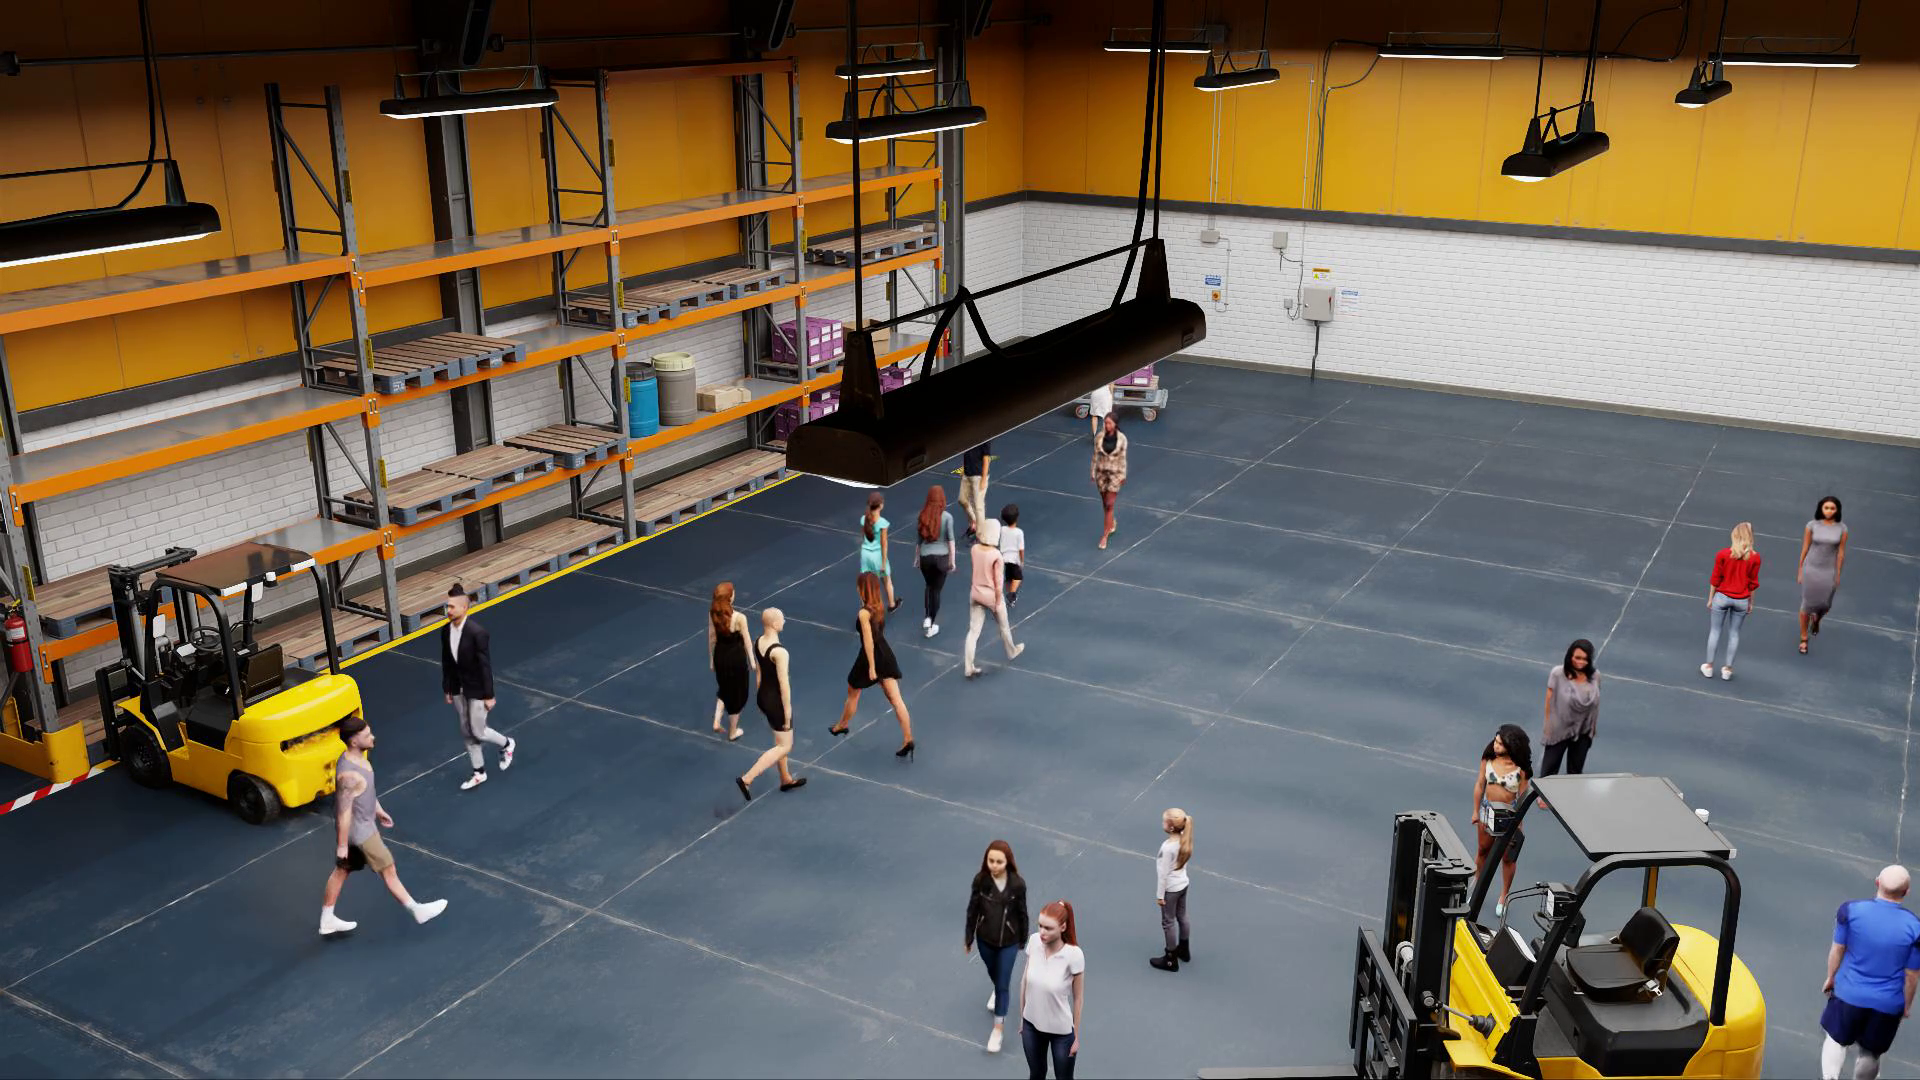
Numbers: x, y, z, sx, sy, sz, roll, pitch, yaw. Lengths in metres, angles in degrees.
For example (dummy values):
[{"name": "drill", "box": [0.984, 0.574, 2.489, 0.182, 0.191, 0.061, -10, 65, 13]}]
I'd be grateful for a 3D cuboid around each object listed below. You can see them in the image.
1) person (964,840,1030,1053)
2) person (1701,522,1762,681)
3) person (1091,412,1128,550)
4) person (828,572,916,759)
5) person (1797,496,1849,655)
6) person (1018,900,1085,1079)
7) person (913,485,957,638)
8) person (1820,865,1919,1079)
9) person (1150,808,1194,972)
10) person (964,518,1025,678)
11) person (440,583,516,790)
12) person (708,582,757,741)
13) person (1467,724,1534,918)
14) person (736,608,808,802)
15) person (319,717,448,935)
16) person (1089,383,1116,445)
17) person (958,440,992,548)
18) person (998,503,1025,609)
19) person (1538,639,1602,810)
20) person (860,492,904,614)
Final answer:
[{"name": "person", "box": [0.272, 2.729, 11.590, 0.772, 1.446, 1.051, 4, 19, 13]}, {"name": "person", "box": [8.066, 0.641, 17.394, 0.676, 1.700, 0.621, 5, 19, 14]}, {"name": "person", "box": [1.954, -0.806, 21.607, 0.725, 1.751, 1.123, 7, 20, 19]}, {"name": "person", "box": [-0.707, 1.224, 15.563, 0.651, 1.763, 1.132, 9, 21, 26]}, {"name": "person", "box": [9.352, 0.357, 18.121, 0.619, 1.773, 0.764, 8, 20, 22]}, {"name": "person", "box": [0.572, 3.007, 10.306, 0.569, 1.739, 0.534, 12, 22, 32]}, {"name": "person", "box": [-0.310, 0.276, 18.438, 0.691, 1.724, 0.694, 6, 19, 17]}, {"name": "person", "box": [5.695, 2.905, 10.468, 0.691, 1.827, 0.910, 12, 22, 32]}, {"name": "person", "box": [1.593, 2.571, 12.329, 0.579, 1.274, 0.459, 14, 23, 36]}, {"name": "person", "box": [0.224, 0.636, 17.442, 0.677, 1.676, 1.127, 13, 23, 35]}, {"name": "person", "box": [-4.363, 1.293, 15.088, 0.716, 1.935, 0.817, 10, 21, 27]}, {"name": "person", "box": [-2.239, 1.193, 15.894, 0.578, 1.611, 0.662, 9, 21, 25]}, {"name": "person", "box": [4.220, 2.171, 12.976, 0.602, 1.619, 0.628, 15, 23, 37]}, {"name": "person", "box": [-1.718, 1.481, 14.746, 1.104, 1.797, 0.914, -13, 23, -34]}, {"name": "person", "box": [-4.645, 2.204, 12.560, 1.248, 1.793, 1.120, -7, 20, -19]}, {"name": "person", "box": [2.243, -2.277, 26.285, 0.574, 1.555, 0.544, 13, 23, 34]}, {"name": "person", "box": [0.250, -0.849, 21.582, 0.783, 1.850, 0.805, -15, 23, -37]}, {"name": "person", "box": [0.579, 0.207, 19.385, 0.532, 1.251, 0.699, 8, 20, 21]}, {"name": "person", "box": [5.389, 1.606, 14.671, 0.759, 1.608, 0.805, 0, 19, 0]}, {"name": "person", "box": [-1.013, 0.234, 18.871, 0.582, 1.526, 0.950, 9, 21, 24]}]
